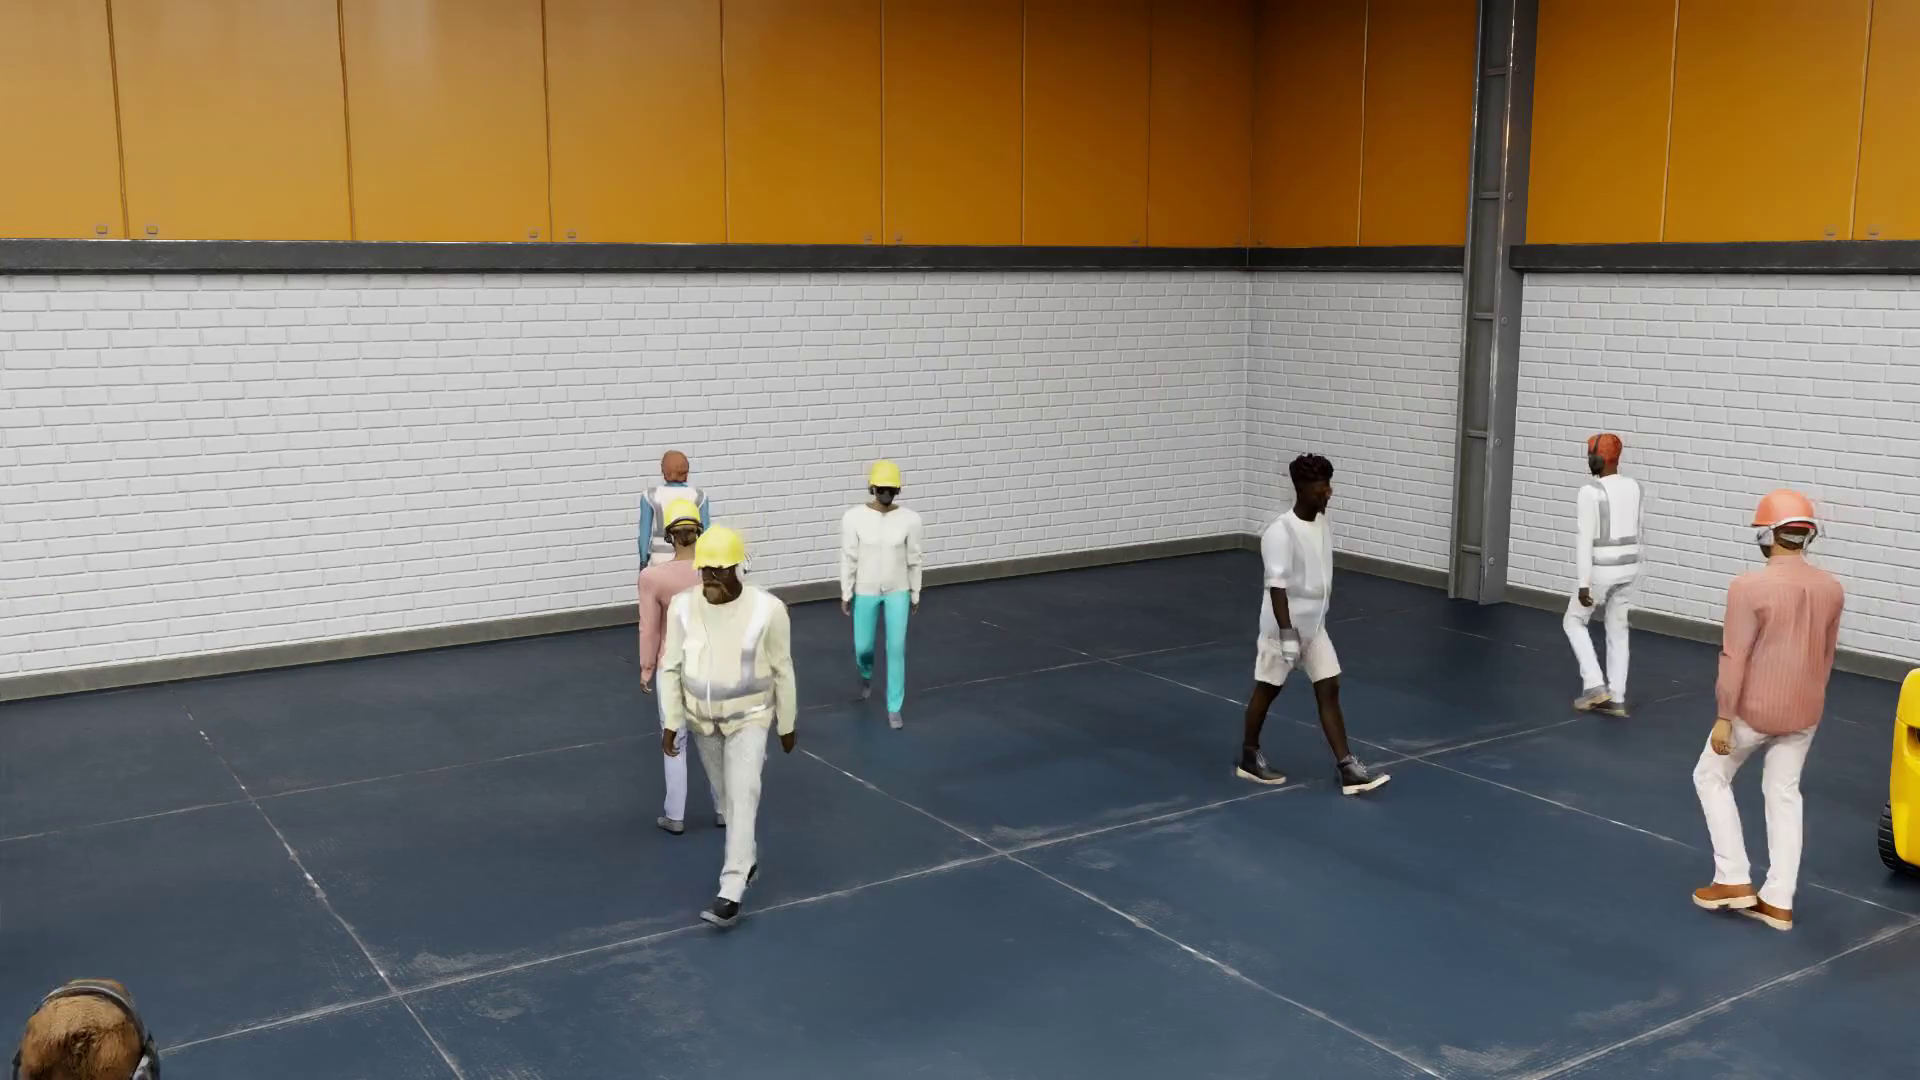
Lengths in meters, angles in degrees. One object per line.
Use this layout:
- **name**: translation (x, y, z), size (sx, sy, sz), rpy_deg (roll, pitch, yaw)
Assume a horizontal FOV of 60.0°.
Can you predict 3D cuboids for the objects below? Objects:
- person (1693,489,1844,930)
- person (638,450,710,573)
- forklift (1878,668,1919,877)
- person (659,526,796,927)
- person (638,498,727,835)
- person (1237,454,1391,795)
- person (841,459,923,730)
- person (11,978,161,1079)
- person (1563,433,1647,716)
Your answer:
- **person**: translation (3.615, 0.751, 7.492), size (0.632, 1.968, 0.558), rpy_deg (-3, 10, -17)
- **person**: translation (-2.056, 0.162, 12.074), size (0.533, 1.623, 0.448), rpy_deg (-3, 10, -20)
- **forklift**: translation (5.511, 0.571, 7.906), size (2.313, 2.155, 1.214), rpy_deg (-6, 11, -33)
- **person**: translation (-1.088, 0.829, 7.565), size (0.585, 1.789, 0.889), rpy_deg (3, 10, 17)
- **person**: translation (-1.418, 0.659, 8.687), size (0.523, 1.760, 0.325), rpy_deg (-4, 10, -22)
- **person**: translation (1.950, 0.482, 9.250), size (0.625, 1.917, 0.971), rpy_deg (-9, 13, -43)
- **person**: translation (-0.515, 0.316, 10.786), size (0.539, 1.742, 0.647), rpy_deg (-1, 9, -7)
- **person**: translation (-1.431, 1.619, 2.786), size (0.508, 1.808, 0.930), rpy_deg (-3, 10, -16)
- **person**: translation (4.234, 0.228, 10.947), size (0.596, 1.867, 0.451), rpy_deg (-4, 10, -21)
